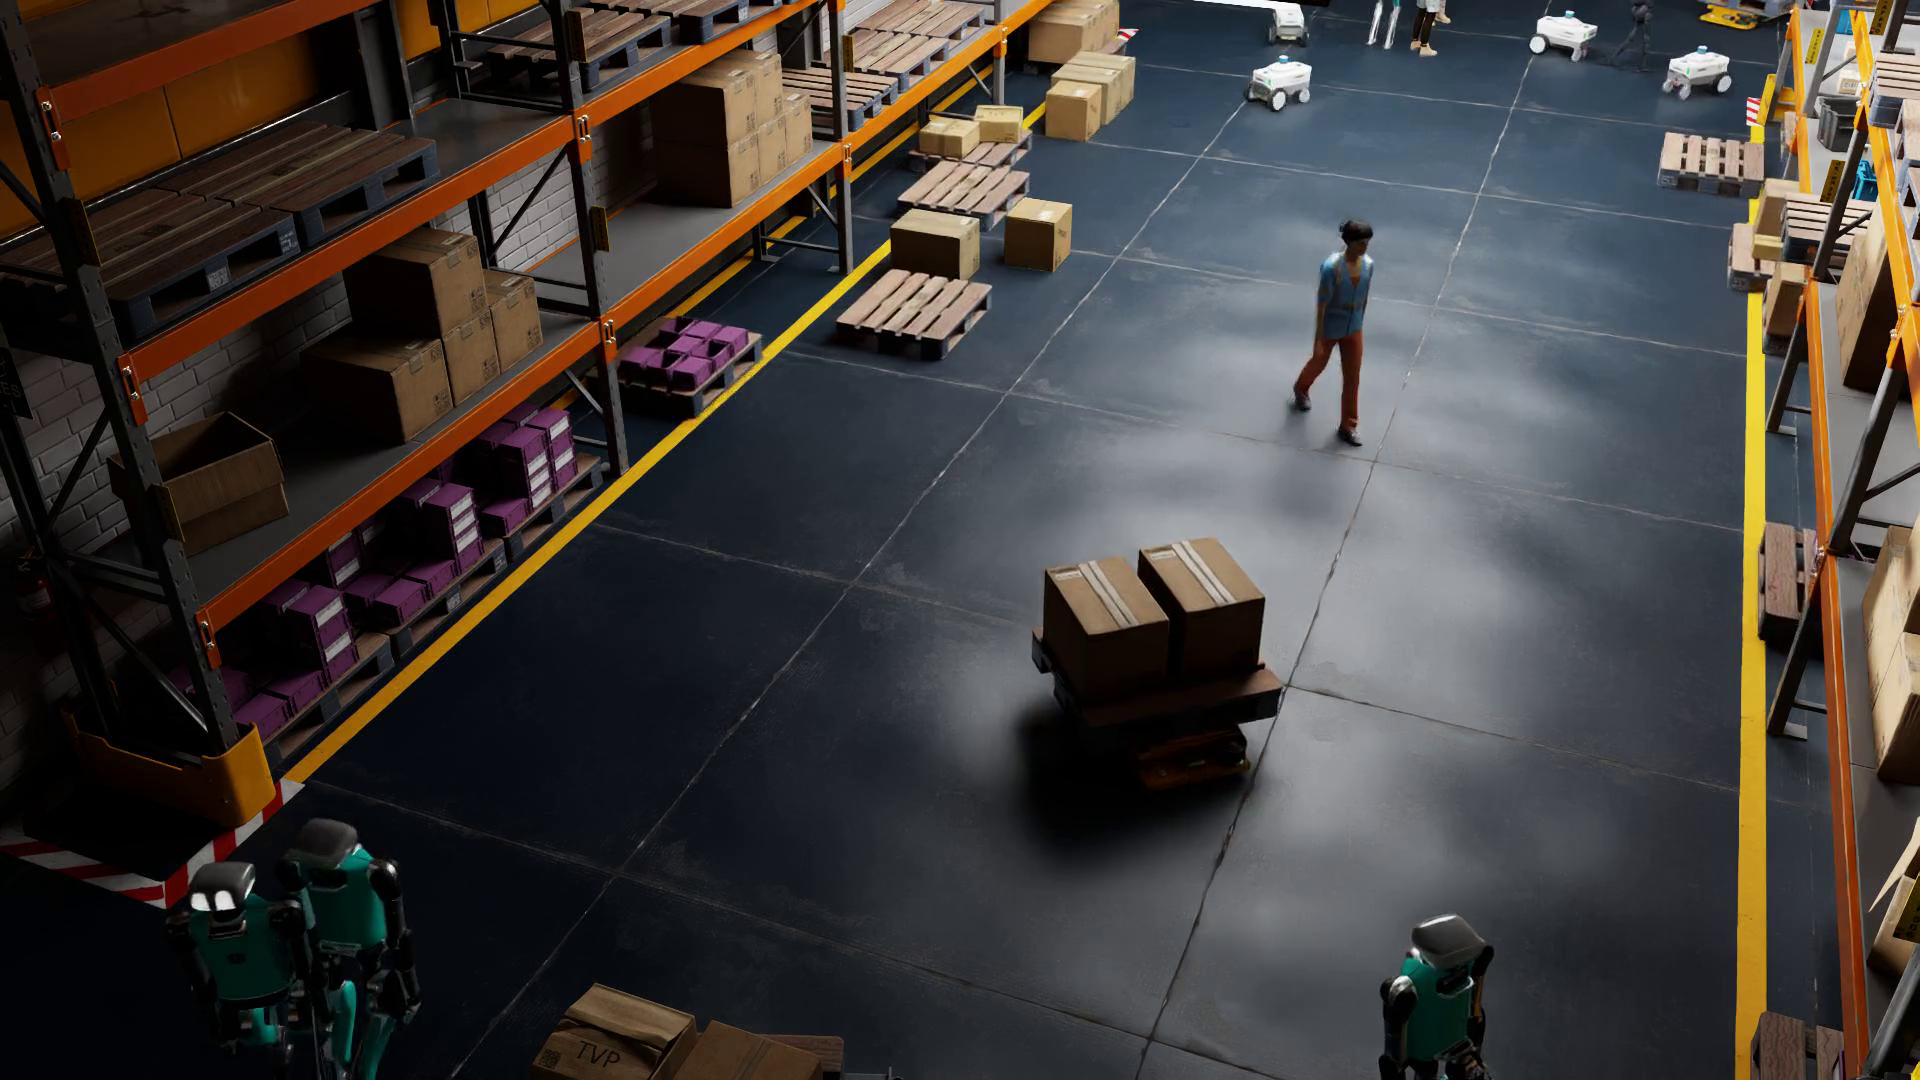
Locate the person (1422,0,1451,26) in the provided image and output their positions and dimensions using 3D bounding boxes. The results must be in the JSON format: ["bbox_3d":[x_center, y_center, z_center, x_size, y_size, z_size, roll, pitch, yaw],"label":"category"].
[{"bbox_3d":[6.513,-7.829,22.317,0.463,1.778,0.310,-17,37,-25],"label":"person"}]

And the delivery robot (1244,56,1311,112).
[{"bbox_3d":[3.791,-5.423,19.739,0.811,0.614,0.499,-20,38,-27],"label":"delivery robot"}]

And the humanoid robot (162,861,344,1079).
[{"bbox_3d":[-2.966,1.975,7.233,0.531,1.832,0.694,-7,33,-10],"label":"humanoid robot"}]

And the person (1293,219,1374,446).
[{"bbox_3d":[2.901,-1.664,12.813,0.493,1.735,0.862,-9,34,-13],"label":"person"}]

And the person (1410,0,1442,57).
[{"bbox_3d":[6.011,-7.036,21.169,0.320,1.692,0.533,-7,33,-10],"label":"person"}]

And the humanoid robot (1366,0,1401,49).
[{"bbox_3d":[5.535,-7.238,21.417,0.531,1.769,0.690,18,37,26],"label":"humanoid robot"}]

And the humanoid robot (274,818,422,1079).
[{"bbox_3d":[-2.616,2.084,7.084,0.531,1.866,0.728,5,33,7],"label":"humanoid robot"}]

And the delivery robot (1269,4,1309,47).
[{"bbox_3d":[4.316,-6.815,21.882,0.499,0.602,0.801,2,33,3],"label":"delivery robot"}]

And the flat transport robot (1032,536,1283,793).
[{"bbox_3d":[1.159,0.965,10.098,0.659,0.231,1.431,-10,34,-15],"label":"flat transport robot"}]

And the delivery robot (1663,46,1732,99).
[{"bbox_3d":[8.915,-5.657,20.089,0.805,0.601,0.499,-15,36,-22],"label":"delivery robot"}]

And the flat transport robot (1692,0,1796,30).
[{"bbox_3d":[10.864,-7.288,22.871,1.431,0.231,0.659,-25,40,-33],"label":"flat transport robot"}]

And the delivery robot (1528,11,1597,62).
[{"bbox_3d":[7.767,-6.496,21.370,0.520,0.582,0.754,-28,42,-36],"label":"delivery robot"}]

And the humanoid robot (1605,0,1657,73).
[{"bbox_3d":[8.471,-6.645,20.608,0.604,1.651,0.609,4,33,6],"label":"humanoid robot"}]

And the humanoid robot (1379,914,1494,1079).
[{"bbox_3d":[1.981,2.317,6.664,0.546,1.761,0.944,-19,38,-27],"label":"humanoid robot"}]
